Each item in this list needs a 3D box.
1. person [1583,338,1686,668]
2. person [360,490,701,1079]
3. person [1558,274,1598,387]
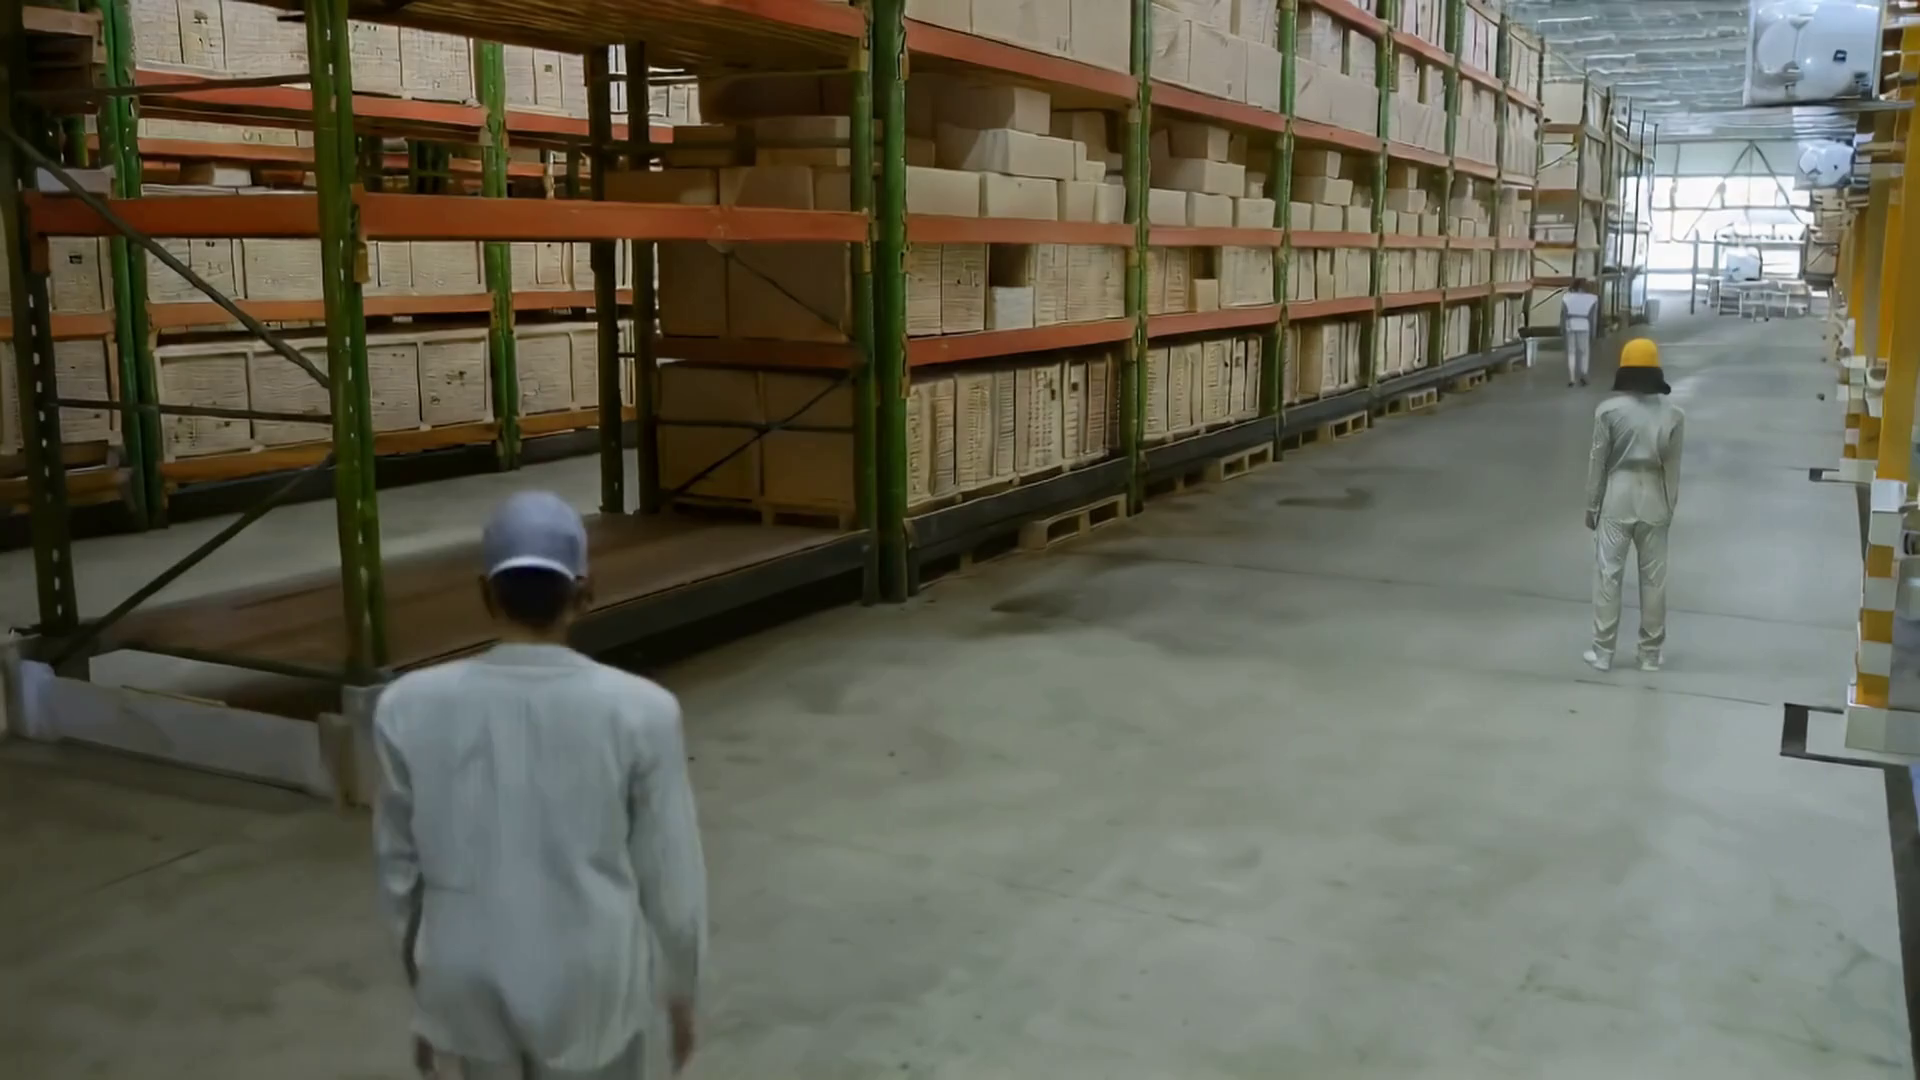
[{"bbox_3d":[3.533,-0.187,8.752,0.480,1.734,0.333,-1,10,-3],"label":"person"},{"bbox_3d":[-0.809,0.776,3.166,0.620,1.740,0.364,-2,10,-13],"label":"person"},{"bbox_3d":[10.120,-3.432,27.263,0.588,1.824,0.654,4,10,21],"label":"person"}]
